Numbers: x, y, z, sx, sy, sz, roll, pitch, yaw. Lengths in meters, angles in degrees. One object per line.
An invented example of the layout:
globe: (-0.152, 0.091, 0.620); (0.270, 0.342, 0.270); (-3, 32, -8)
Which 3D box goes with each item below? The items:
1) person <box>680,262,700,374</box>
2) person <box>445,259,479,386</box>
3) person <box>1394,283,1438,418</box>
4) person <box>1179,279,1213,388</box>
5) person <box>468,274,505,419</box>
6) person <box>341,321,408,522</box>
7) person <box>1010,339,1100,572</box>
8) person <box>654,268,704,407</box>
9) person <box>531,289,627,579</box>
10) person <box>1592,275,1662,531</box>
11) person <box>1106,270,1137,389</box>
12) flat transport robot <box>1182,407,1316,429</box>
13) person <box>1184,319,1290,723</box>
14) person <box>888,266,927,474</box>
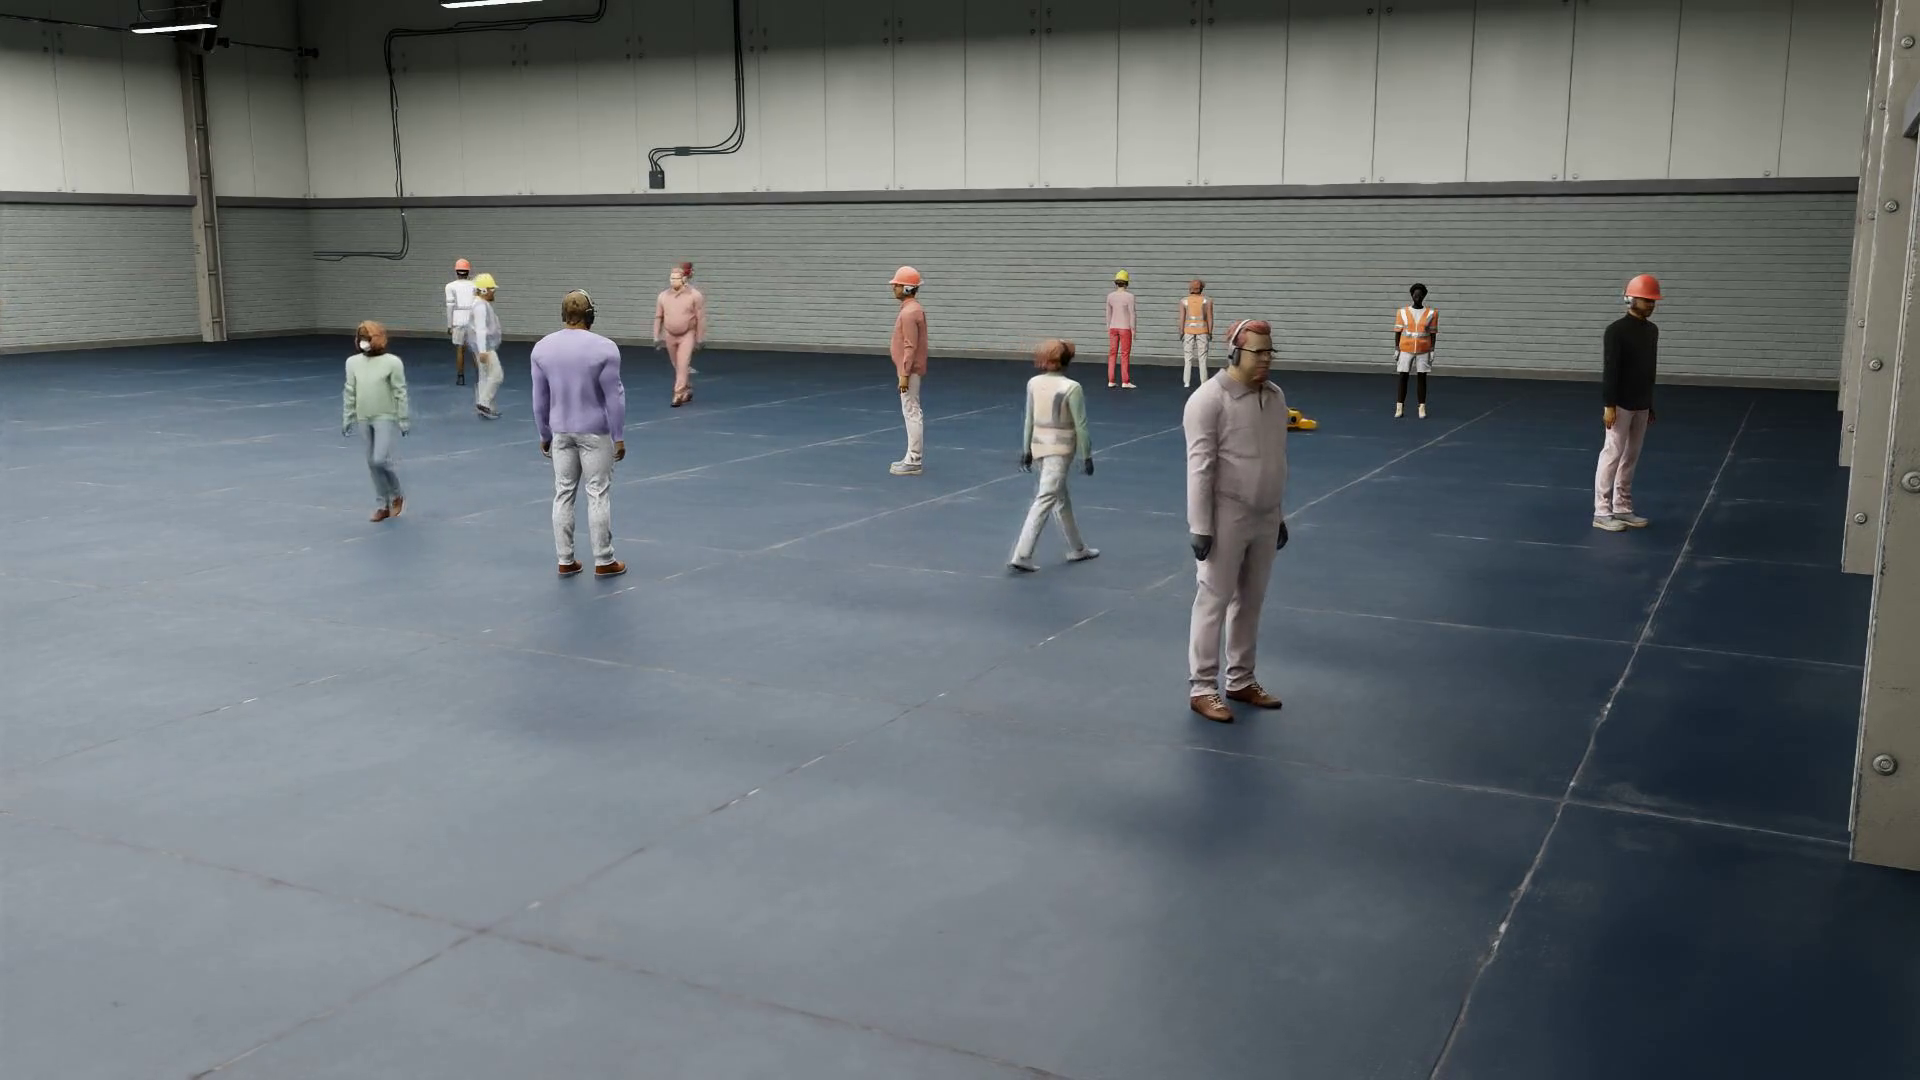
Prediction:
person: (-4.572, -3.691, 27.704); (0.385, 1.844, 0.584); (-4, 11, -22)
person: (-7.597, -3.338, 25.528); (0.551, 1.936, 0.357); (-5, 11, -25)
person: (5.729, -2.378, 20.947); (0.535, 1.700, 0.318); (2, 11, 13)
person: (3.550, -3.092, 25.005); (0.512, 1.638, 0.312); (3, 11, 16)
person: (-5.898, -2.400, 20.732); (0.427, 1.817, 0.623); (-3, 11, -16)
person: (-4.699, -0.942, 13.320); (0.510, 1.618, 0.358); (3, 11, 17)
person: (0.660, -0.585, 11.462); (0.875, 1.592, 0.536); (-8, 13, -36)
person: (-3.825, -2.763, 22.629); (0.662, 1.860, 1.007); (2, 11, 12)
person: (-2.537, -0.700, 11.142); (0.635, 1.937, 0.352); (2, 11, 12)
person: (5.253, -1.070, 13.010); (0.621, 1.989, 0.398); (-7, 13, -35)
person: (2.435, -3.162, 25.032); (0.532, 1.771, 0.304); (9, 14, 40)
flat transport robot: (3.419, -1.429, 19.663); (1.431, 0.197, 0.652); (-3, 11, -18)
person: (1.354, -0.097, 7.947); (0.652, 1.904, 0.402); (-9, 14, -40)
person: (-0.499, -1.632, 16.063); (0.375, 1.997, 0.612); (0, 10, 2)
